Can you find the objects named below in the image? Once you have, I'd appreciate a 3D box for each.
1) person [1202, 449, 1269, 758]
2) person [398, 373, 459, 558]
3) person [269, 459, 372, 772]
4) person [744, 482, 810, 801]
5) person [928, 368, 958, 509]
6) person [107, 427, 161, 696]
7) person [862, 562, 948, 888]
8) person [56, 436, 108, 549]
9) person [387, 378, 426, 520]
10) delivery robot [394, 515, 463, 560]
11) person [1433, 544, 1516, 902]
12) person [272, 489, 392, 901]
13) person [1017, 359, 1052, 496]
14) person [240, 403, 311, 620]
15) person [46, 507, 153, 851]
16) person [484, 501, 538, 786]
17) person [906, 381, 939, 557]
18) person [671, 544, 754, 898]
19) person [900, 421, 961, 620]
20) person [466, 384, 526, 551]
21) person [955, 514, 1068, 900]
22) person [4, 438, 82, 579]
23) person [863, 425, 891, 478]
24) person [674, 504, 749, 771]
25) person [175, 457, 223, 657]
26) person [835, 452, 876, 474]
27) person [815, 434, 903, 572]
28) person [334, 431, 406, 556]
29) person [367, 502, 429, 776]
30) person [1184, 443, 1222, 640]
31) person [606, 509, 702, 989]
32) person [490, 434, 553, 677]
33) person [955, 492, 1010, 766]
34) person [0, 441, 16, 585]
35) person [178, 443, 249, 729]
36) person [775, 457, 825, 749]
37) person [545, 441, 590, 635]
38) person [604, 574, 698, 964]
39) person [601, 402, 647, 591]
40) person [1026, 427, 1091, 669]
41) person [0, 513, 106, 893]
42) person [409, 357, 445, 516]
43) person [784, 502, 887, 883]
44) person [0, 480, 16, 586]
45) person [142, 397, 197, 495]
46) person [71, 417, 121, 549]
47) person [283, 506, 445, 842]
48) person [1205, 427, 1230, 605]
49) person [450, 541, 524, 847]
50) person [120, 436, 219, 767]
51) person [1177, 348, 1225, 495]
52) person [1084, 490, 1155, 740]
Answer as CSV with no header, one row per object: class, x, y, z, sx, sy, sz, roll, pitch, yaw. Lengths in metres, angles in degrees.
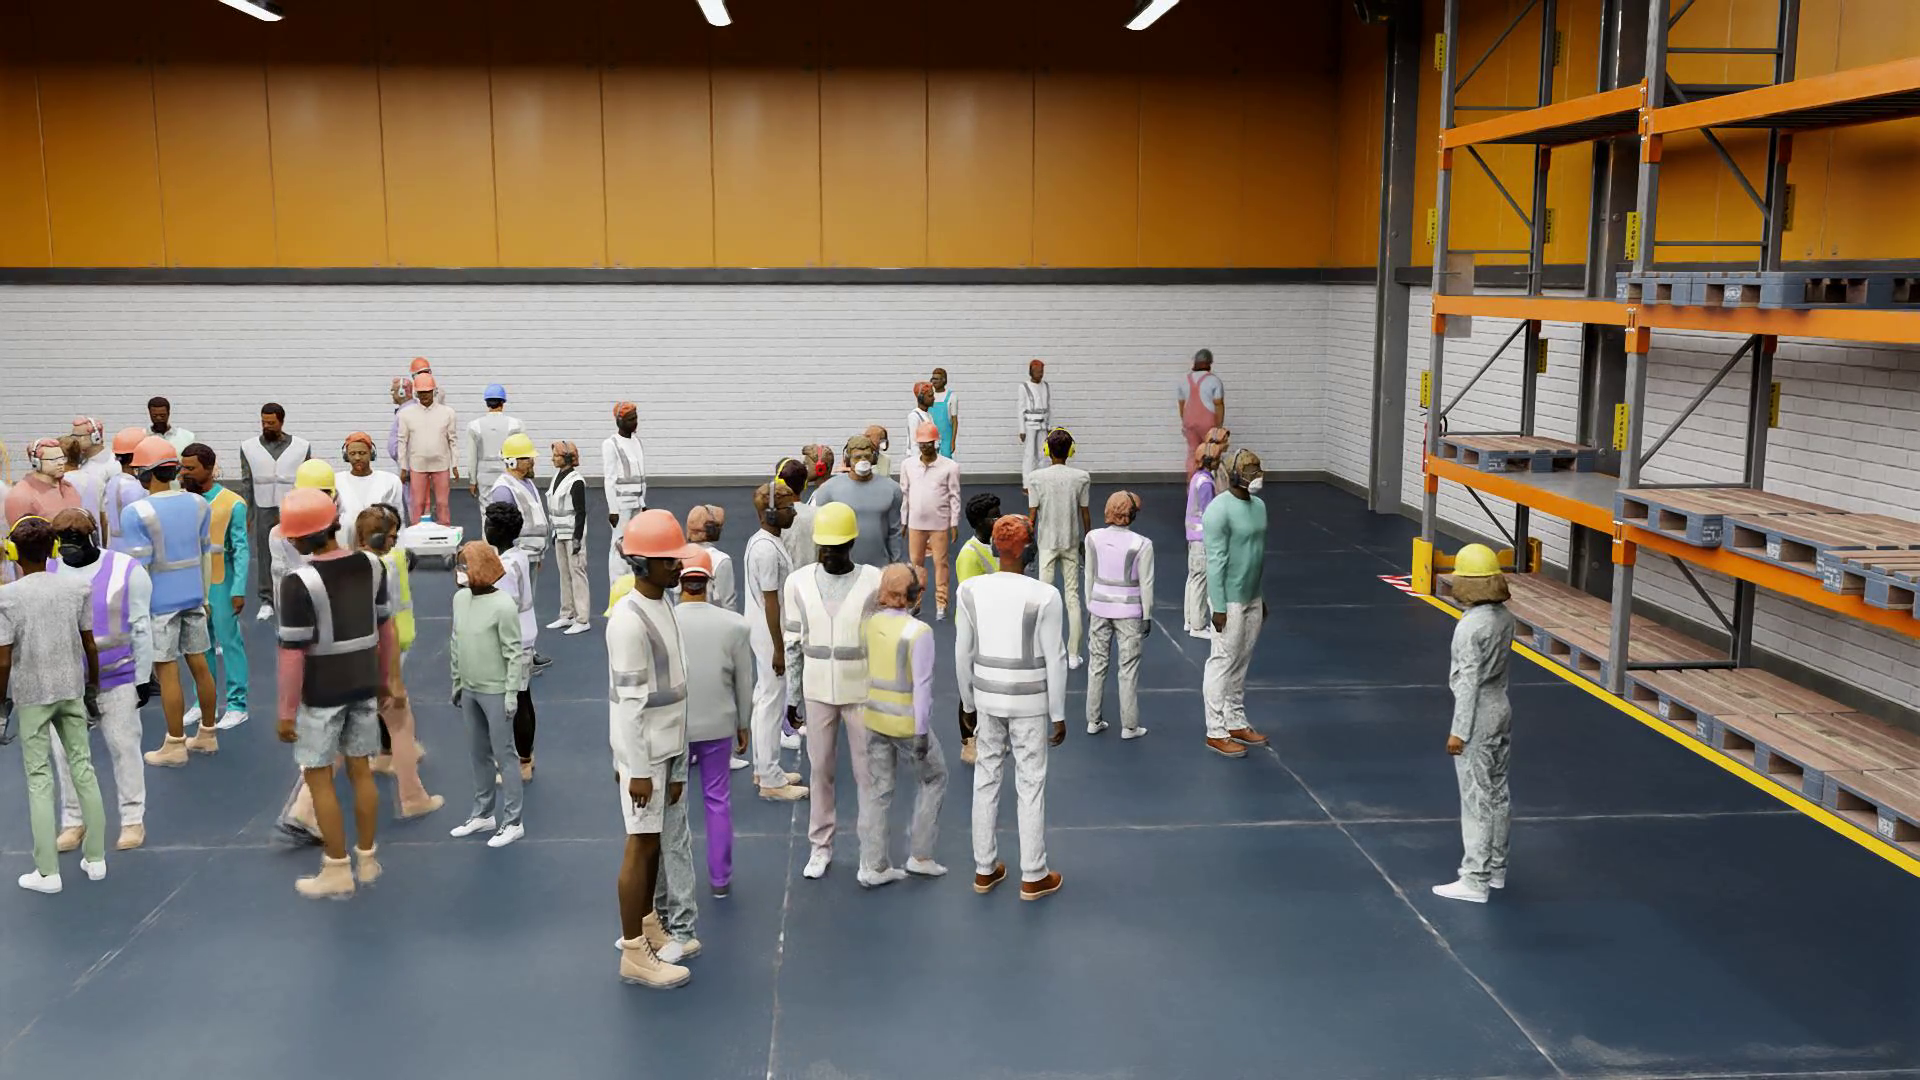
person,1.763,0.387,10.549,0.372,1.940,0.630,7,11,36
person,-5.659,-0.785,17.733,0.623,1.992,0.396,-3,9,-18
person,-3.830,0.471,10.045,0.588,1.930,0.354,-5,10,-27
person,-1.072,0.581,9.624,0.345,1.846,0.506,-2,9,-12
person,-0.270,-1.288,21.359,0.508,1.846,0.345,4,10,23
person,-5.917,0.157,11.991,0.362,1.939,0.542,-8,12,-40
person,-0.260,0.908,8.245,0.539,1.618,0.555,9,13,44
person,-6.623,0.133,12.490,0.346,1.834,0.518,4,10,21
person,-6.087,-0.832,18.306,0.403,1.906,0.652,-2,9,-15
delivery robot,-5.473,-0.009,17.069,0.707,0.478,0.477,-2,9,-14
person,2.495,0.882,8.073,0.320,1.737,0.487,8,12,41
person,-3.019,0.745,8.091,0.387,2.012,0.658,5,11,30
person,1.031,-1.542,22.861,0.588,1.876,0.353,-8,12,-41
person,-6.019,-0.263,14.707,0.590,1.914,0.391,-3,10,-21
person,-4.562,0.731,8.746,0.627,1.833,0.429,-2,9,-11
person,-2.684,0.610,9.907,0.319,1.696,0.532,-1,9,-8
person,-0.395,-0.769,17.983,0.355,1.883,0.575,2,9,12
person,-1.284,0.883,8.064,0.577,1.737,0.355,-3,10,-20
person,-0.275,-0.167,14.600,0.564,1.752,0.337,3,9,17
person,-4.638,-0.600,16.748,0.602,1.939,0.399,-2,9,-10
person,0.257,0.809,8.081,0.576,1.880,0.354,5,10,26
person,-6.278,0.241,11.564,0.408,1.908,0.643,1,9,5
person,-0.815,-0.273,15.687,0.279,1.628,0.503,7,12,39
person,-1.544,0.600,10.158,0.513,1.637,0.309,7,12,39
person,-6.046,0.142,13.114,0.496,1.602,0.633,8,12,41
person,-0.758,0.192,12.351,0.332,1.750,0.573,-1,9,-5
person,-0.687,0.232,11.524,0.636,1.939,0.365,-3,10,-20
person,-4.385,0.141,12.262,0.584,1.882,0.347,-3,10,-20
person,-3.457,0.610,10.019,0.407,1.668,0.573,-1,9,-8
person,2.036,0.002,13.899,0.311,1.638,0.521,0,9,-1
person,-1.296,0.878,7.138,0.390,2.041,0.614,0,9,2
person,-3.321,0.108,12.628,0.404,1.833,0.588,0,9,2
person,0.141,0.546,10.305,0.318,1.697,0.535,3,9,17
person,-8.434,-0.232,14.469,0.367,1.926,0.594,-5,10,-29
person,-5.019,0.302,11.144,0.587,1.920,0.391,3,10,18
person,-1.073,0.401,10.670,0.313,1.872,0.538,9,13,43
person,-3.314,-0.026,14.078,0.308,1.641,0.511,-7,11,-37
person,-1.387,1.002,7.352,0.489,1.729,0.323,8,12,41
person,-3.024,-0.314,15.120,0.342,1.882,0.586,3,10,18
person,0.755,0.067,12.774,0.532,1.871,0.321,-1,9,-4
person,-4.493,0.798,8.180,0.328,1.874,0.521,7,12,39
person,-6.743,-1.298,20.948,0.394,1.994,0.612,6,11,33
person,-0.596,0.756,8.299,0.587,1.920,0.396,2,9,11
person,-7.861,0.065,13.231,0.560,1.717,0.873,3,10,20
person,-7.423,-0.380,15.556,0.584,1.885,0.390,-3,10,-21
person,-6.877,-0.026,13.242,0.651,1.906,0.404,4,10,23
person,-3.238,0.722,8.960,0.584,1.786,0.939,5,10,28
person,2.339,-0.220,15.295,0.308,1.639,0.524,3,9,16
person,-2.527,0.809,8.849,0.509,1.632,0.267,7,11,36
person,-4.888,0.380,10.260,0.392,2.045,0.608,4,10,24
person,3.359,-1.622,22.845,0.693,2.000,0.535,8,12,40
person,1.030,0.492,10.857,0.510,1.631,0.310,6,11,32
